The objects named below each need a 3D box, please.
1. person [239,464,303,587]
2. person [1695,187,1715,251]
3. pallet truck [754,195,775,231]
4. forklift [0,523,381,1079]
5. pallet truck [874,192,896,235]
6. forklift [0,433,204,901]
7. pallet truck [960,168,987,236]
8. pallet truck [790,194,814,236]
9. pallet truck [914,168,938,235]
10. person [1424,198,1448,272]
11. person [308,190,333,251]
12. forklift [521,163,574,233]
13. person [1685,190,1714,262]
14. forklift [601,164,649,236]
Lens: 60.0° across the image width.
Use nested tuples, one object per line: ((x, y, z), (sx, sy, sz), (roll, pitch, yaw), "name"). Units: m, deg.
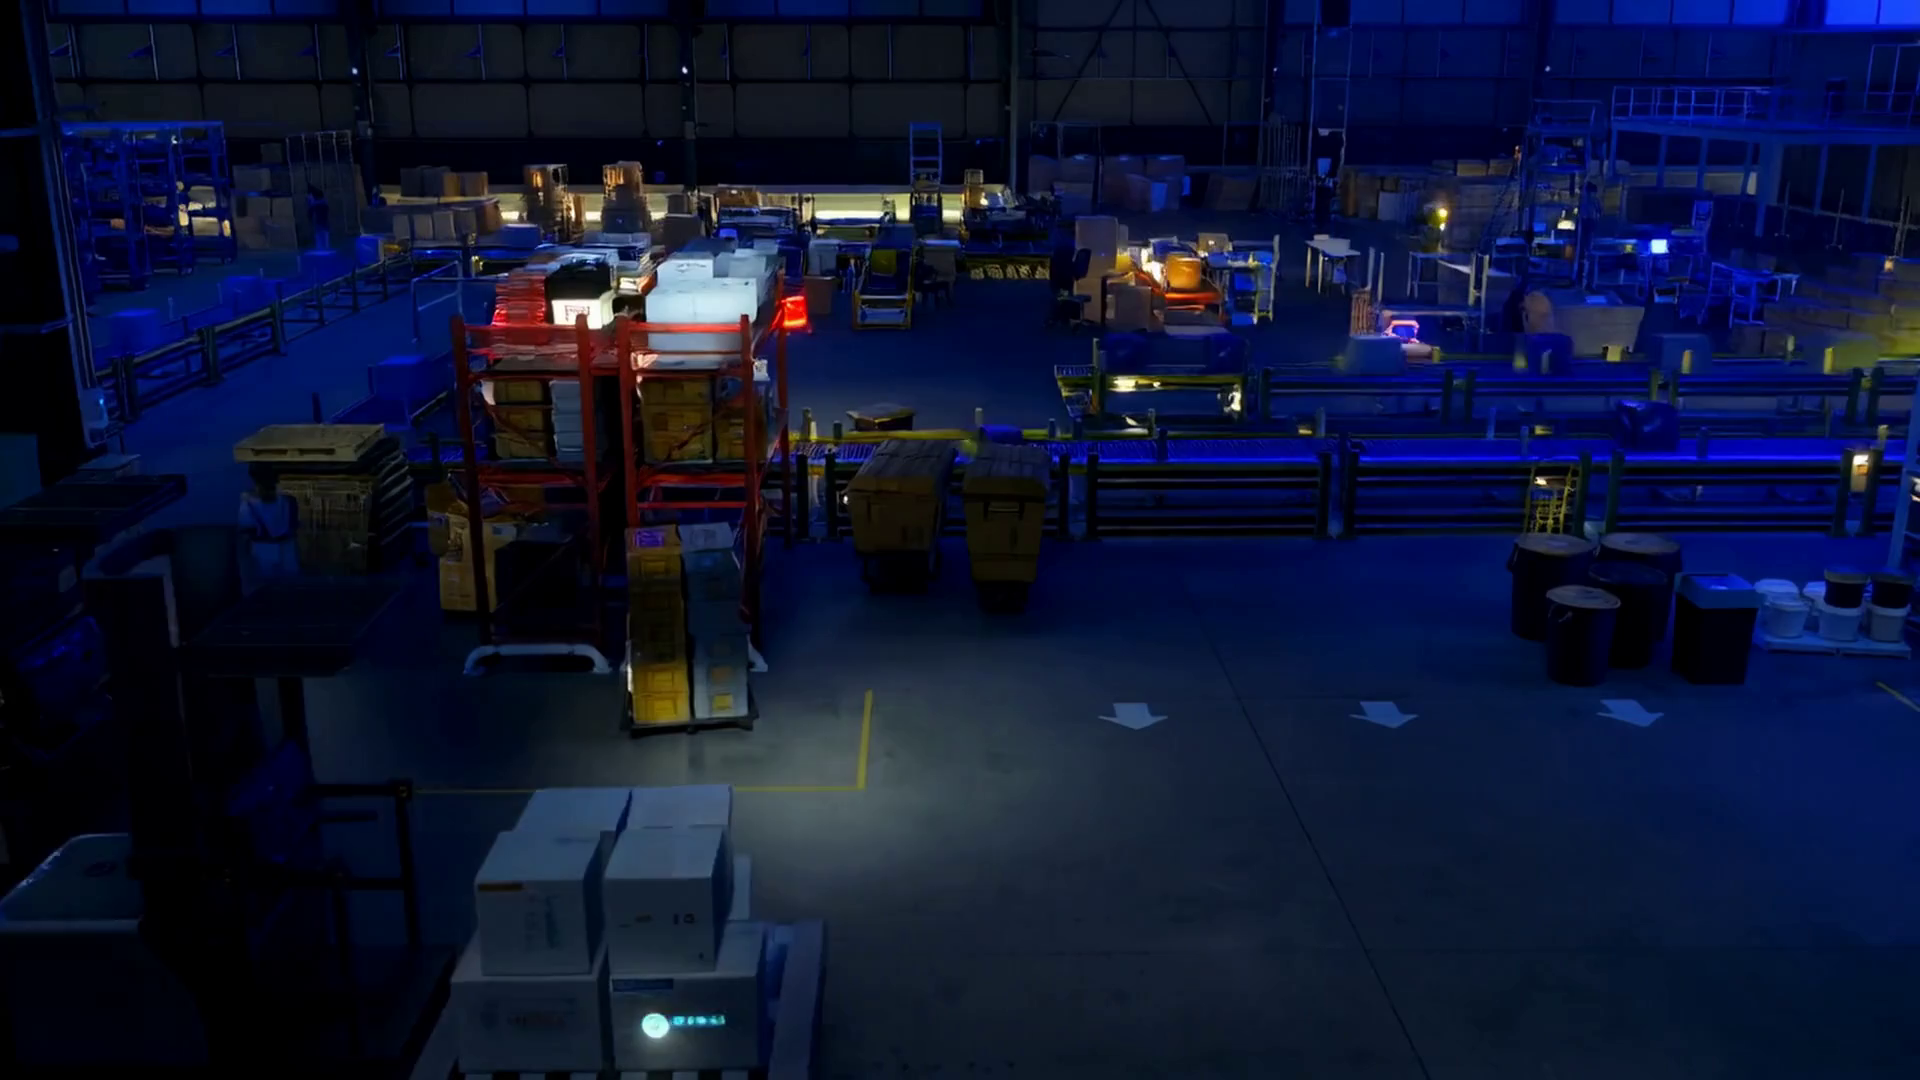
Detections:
((-6.062, 0.146, 14.678), (0.448, 1.686, 0.548), (13, 21, 38), "person")
((20.505, -8.831, 45.774), (0.341, 1.756, 0.519), (-9, 18, -29), "person")
((-6.051, -9.967, 50.660), (0.680, 1.201, 1.601), (0, 16, -1), "pallet truck")
((-3.817, 1.365, 8.331), (1.873, 2.768, 1.129), (0, 16, -1), "forklift")
((-2.277, -9.986, 50.594), (0.653, 1.274, 1.630), (0, 16, -1), "pallet truck")
((-5.952, 0.780, 10.366), (1.873, 2.768, 1.129), (0, 16, -1), "forklift")
((0.383, -10.230, 50.206), (0.823, 1.965, 1.885), (-1, 16, -3), "pallet truck")
((-4.814, -9.883, 50.259), (0.704, 1.261, 1.522), (-1, 16, -3), "pallet truck")
((-0.989, -10.316, 50.507), (0.823, 1.965, 1.885), (1, 16, 3), "pallet truck")
((11.797, -7.575, 41.298), (0.532, 1.827, 0.966), (3, 16, 12), "person")
((-15.954, -7.739, 41.552), (0.378, 1.996, 0.610), (7, 17, 23), "person")
((-12.233, -10.122, 49.298), (1.157, 1.987, 2.680), (0, 16, -1), "forklift")
((19.391, -8.220, 43.536), (0.580, 1.836, 1.004), (-1, 16, -2), "person")
((-9.948, -10.127, 49.296), (1.157, 1.987, 2.680), (-1, 16, -3), "forklift")
